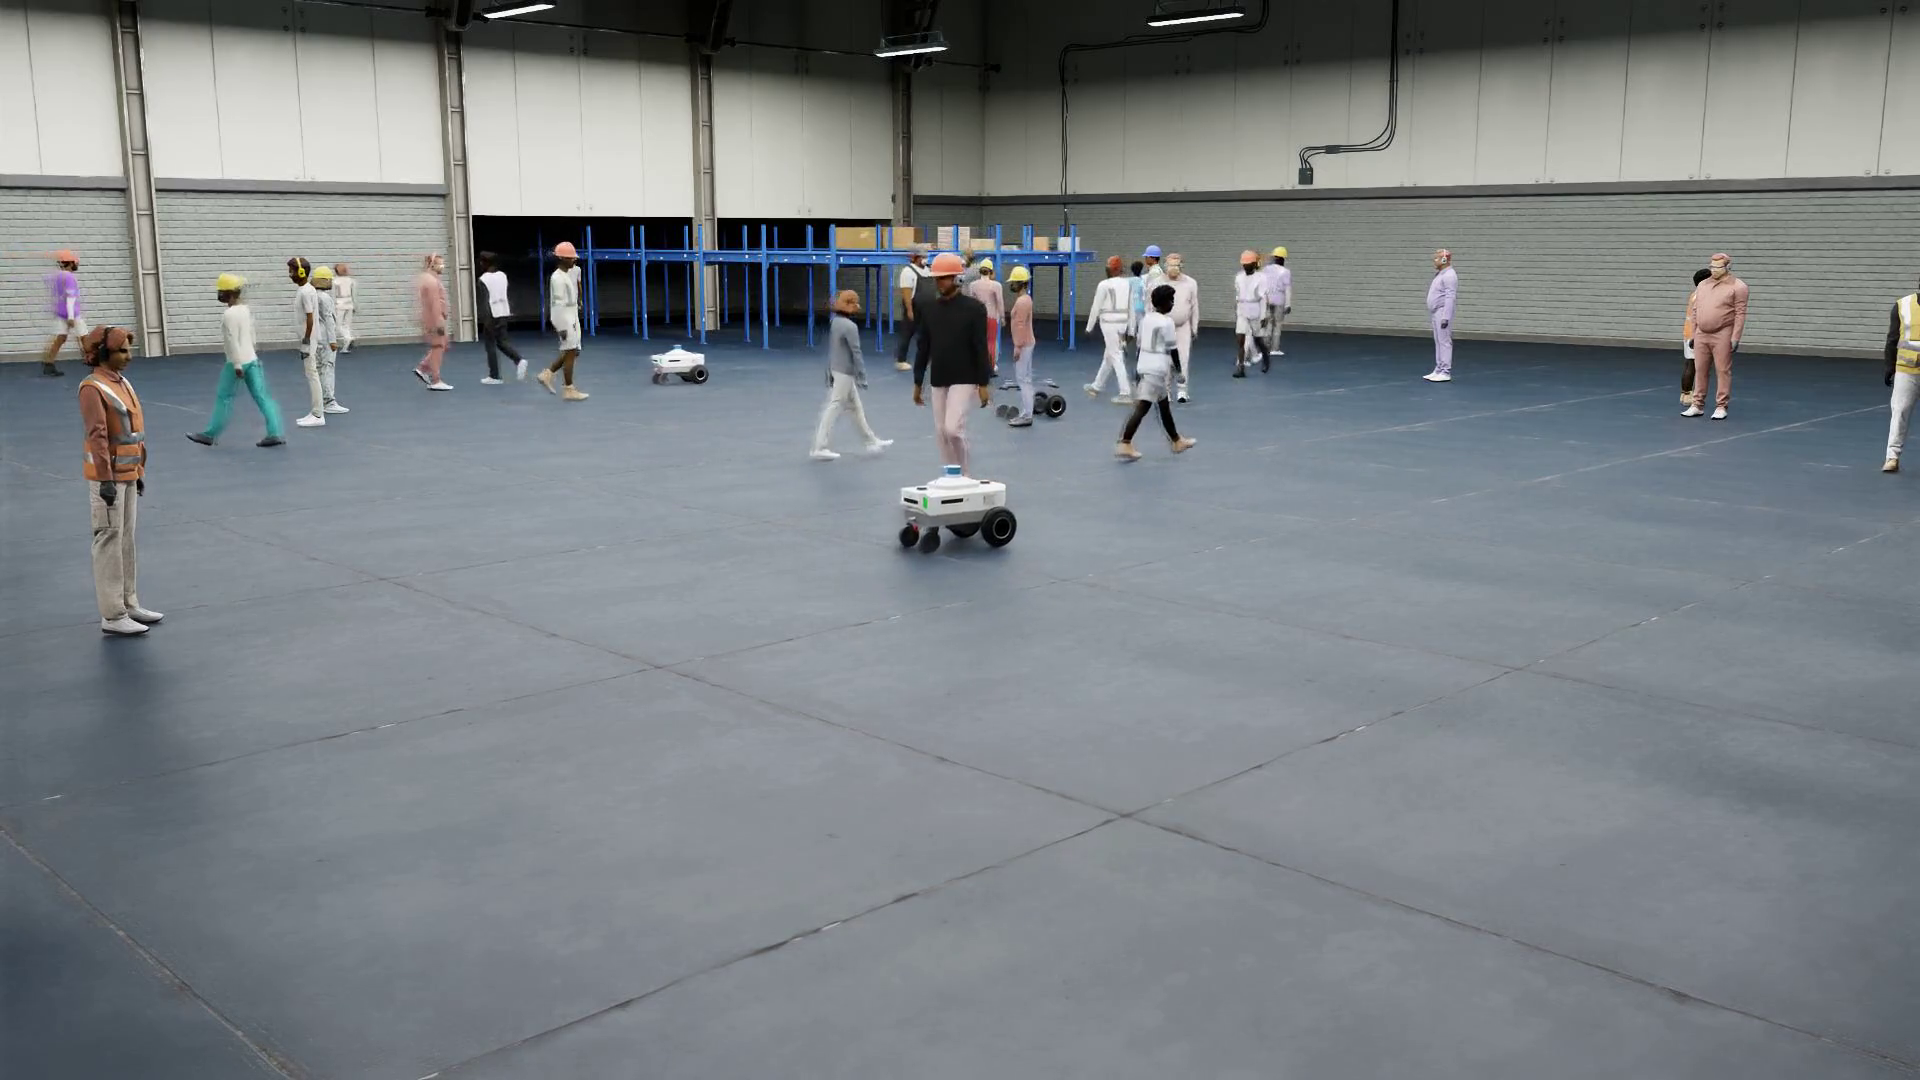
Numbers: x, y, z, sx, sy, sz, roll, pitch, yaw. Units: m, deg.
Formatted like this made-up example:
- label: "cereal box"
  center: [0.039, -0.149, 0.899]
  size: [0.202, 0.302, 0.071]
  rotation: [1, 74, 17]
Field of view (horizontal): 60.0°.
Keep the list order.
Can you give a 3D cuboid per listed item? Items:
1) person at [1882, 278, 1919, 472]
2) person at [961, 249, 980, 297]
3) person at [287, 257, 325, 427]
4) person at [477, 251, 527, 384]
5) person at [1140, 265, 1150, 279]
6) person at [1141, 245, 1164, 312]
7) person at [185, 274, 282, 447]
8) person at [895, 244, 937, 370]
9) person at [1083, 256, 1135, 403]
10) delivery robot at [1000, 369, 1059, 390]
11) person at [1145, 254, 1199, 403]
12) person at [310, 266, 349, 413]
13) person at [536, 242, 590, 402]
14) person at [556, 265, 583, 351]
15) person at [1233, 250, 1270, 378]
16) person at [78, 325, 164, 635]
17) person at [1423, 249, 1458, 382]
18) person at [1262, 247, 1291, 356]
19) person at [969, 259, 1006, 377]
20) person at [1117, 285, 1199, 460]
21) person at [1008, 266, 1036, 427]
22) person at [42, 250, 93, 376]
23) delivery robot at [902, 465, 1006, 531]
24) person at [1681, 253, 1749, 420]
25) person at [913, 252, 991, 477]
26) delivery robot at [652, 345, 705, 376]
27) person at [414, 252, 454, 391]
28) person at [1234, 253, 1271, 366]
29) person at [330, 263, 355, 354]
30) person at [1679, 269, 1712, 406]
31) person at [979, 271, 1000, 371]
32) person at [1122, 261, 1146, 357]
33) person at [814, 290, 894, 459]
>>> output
- label: "person"
  center: [8.587, -1.510, 14.820]
  size: [0.633, 1.837, 0.429]
  rotation: [5, 12, 27]
- label: "person"
  center: [0.155, -3.982, 28.193]
  size: [1.050, 1.871, 0.625]
  rotation: [-1, 10, -3]
- label: "person"
  center: [-7.308, -2.211, 18.575]
  size: [0.329, 1.864, 0.508]
  rotation: [-4, 11, -20]
- label: "person"
  center: [-6.577, -3.173, 23.730]
  size: [0.673, 1.893, 0.629]
  rotation: [4, 11, 21]
- label: "person"
  center: [3.764, -4.665, 32.672]
  size: [0.521, 1.599, 0.853]
  rotation: [0, 10, 1]
- label: "person"
  center: [3.036, -3.645, 26.153]
  size: [0.380, 1.950, 0.605]
  rotation: [1, 10, 6]
- label: "person"
  center: [-7.278, -1.783, 16.633]
  size: [0.911, 1.722, 0.531]
  rotation: [0, 10, 2]
- label: "person"
  center: [-0.638, -3.647, 26.030]
  size: [1.038, 2.000, 0.699]
  rotation: [10, 14, 42]
- label: "person"
  center: [1.887, -2.679, 21.171]
  size: [0.583, 1.835, 0.960]
  rotation: [-9, 14, -42]
- label: "delivery robot"
  center: [0.818, -1.890, 19.542]
  size: [0.698, 0.223, 0.335]
  rotation: [-5, 11, -24]
- label: "person"
  center: [2.660, -2.622, 20.809]
  size: [0.686, 1.863, 0.945]
  rotation: [1, 10, 5]
- label: "person"
  center: [-7.602, -2.405, 19.956]
  size: [0.298, 1.744, 0.486]
  rotation: [-9, 14, -40]
- label: "person"
  center: [-5.103, -2.791, 21.285]
  size: [0.563, 2.029, 0.642]
  rotation: [-2, 11, -9]
- label: "person"
  center: [-7.238, -4.448, 30.781]
  size: [0.514, 1.865, 0.312]
  rotation: [-8, 13, -38]
- label: "person"
  center: [4.413, -3.420, 25.089]
  size: [0.551, 1.904, 0.891]
  rotation: [7, 13, 34]
- label: "person"
  center: [-4.519, -0.326, 8.907]
  size: [0.309, 1.638, 0.513]
  rotation: [-2, 11, -10]
- label: "person"
  center: [6.994, -3.266, 24.201]
  size: [0.400, 1.910, 0.643]
  rotation: [1, 10, 5]
- label: "person"
  center: [5.584, -4.201, 29.292]
  size: [0.419, 1.908, 0.607]
  rotation: [-9, 14, -41]
- label: "person"
  center: [0.416, -3.322, 24.909]
  size: [0.546, 1.763, 0.384]
  rotation: [5, 12, 26]
- label: "person"
  center: [1.885, -1.594, 15.784]
  size: [0.914, 1.636, 0.525]
  rotation: [-3, 11, -17]
- label: "person"
  center: [0.681, -2.160, 18.560]
  size: [0.316, 1.767, 0.526]
  rotation: [1, 10, 7]
- label: "person"
  center: [-13.421, -3.419, 25.093]
  size: [0.556, 1.894, 1.002]
  rotation: [10, 14, 42]
- label: "delivery robot"
  center: [-0.044, -0.270, 11.414]
  size: [0.707, 0.478, 0.477]
  rotation: [-7, 13, -33]
- label: "person"
  center: [8.742, -2.360, 19.281]
  size: [0.409, 1.903, 0.639]
  rotation: [-7, 13, -35]
- label: "person"
  center: [-0.105, -1.224, 12.876]
  size: [0.646, 1.971, 0.527]
  rotation: [8, 13, 36]
- label: "delivery robot"
  center: [-4.052, -2.565, 23.930]
  size: [0.707, 0.478, 0.477]
  rotation: [-6, 12, -30]
- label: "person"
  center: [-7.199, -2.993, 22.804]
  size: [0.463, 1.884, 0.655]
  rotation: [-3, 11, -18]
- label: "person"
  center: [4.811, -3.767, 27.207]
  size: [0.539, 1.804, 0.977]
  rotation: [9, 14, 40]
- label: "person"
  center: [-11.001, -4.139, 29.735]
  size: [0.480, 1.627, 0.518]
  rotation: [7, 13, 35]
- label: "person"
  center: [9.213, -2.533, 20.778]
  size: [0.317, 1.695, 0.540]
  rotation: [3, 11, 16]
- label: "person"
  center: [0.425, -3.471, 26.064]
  size: [0.507, 1.633, 0.277]
  rotation: [10, 14, 43]
- label: "person"
  center: [3.019, -4.009, 28.904]
  size: [0.536, 1.675, 0.740]
  rotation: [3, 11, 17]
- label: "person"
  center: [-1.020, -1.570, 15.812]
  size: [0.857, 1.581, 0.520]
  rotation: [-4, 11, -21]
